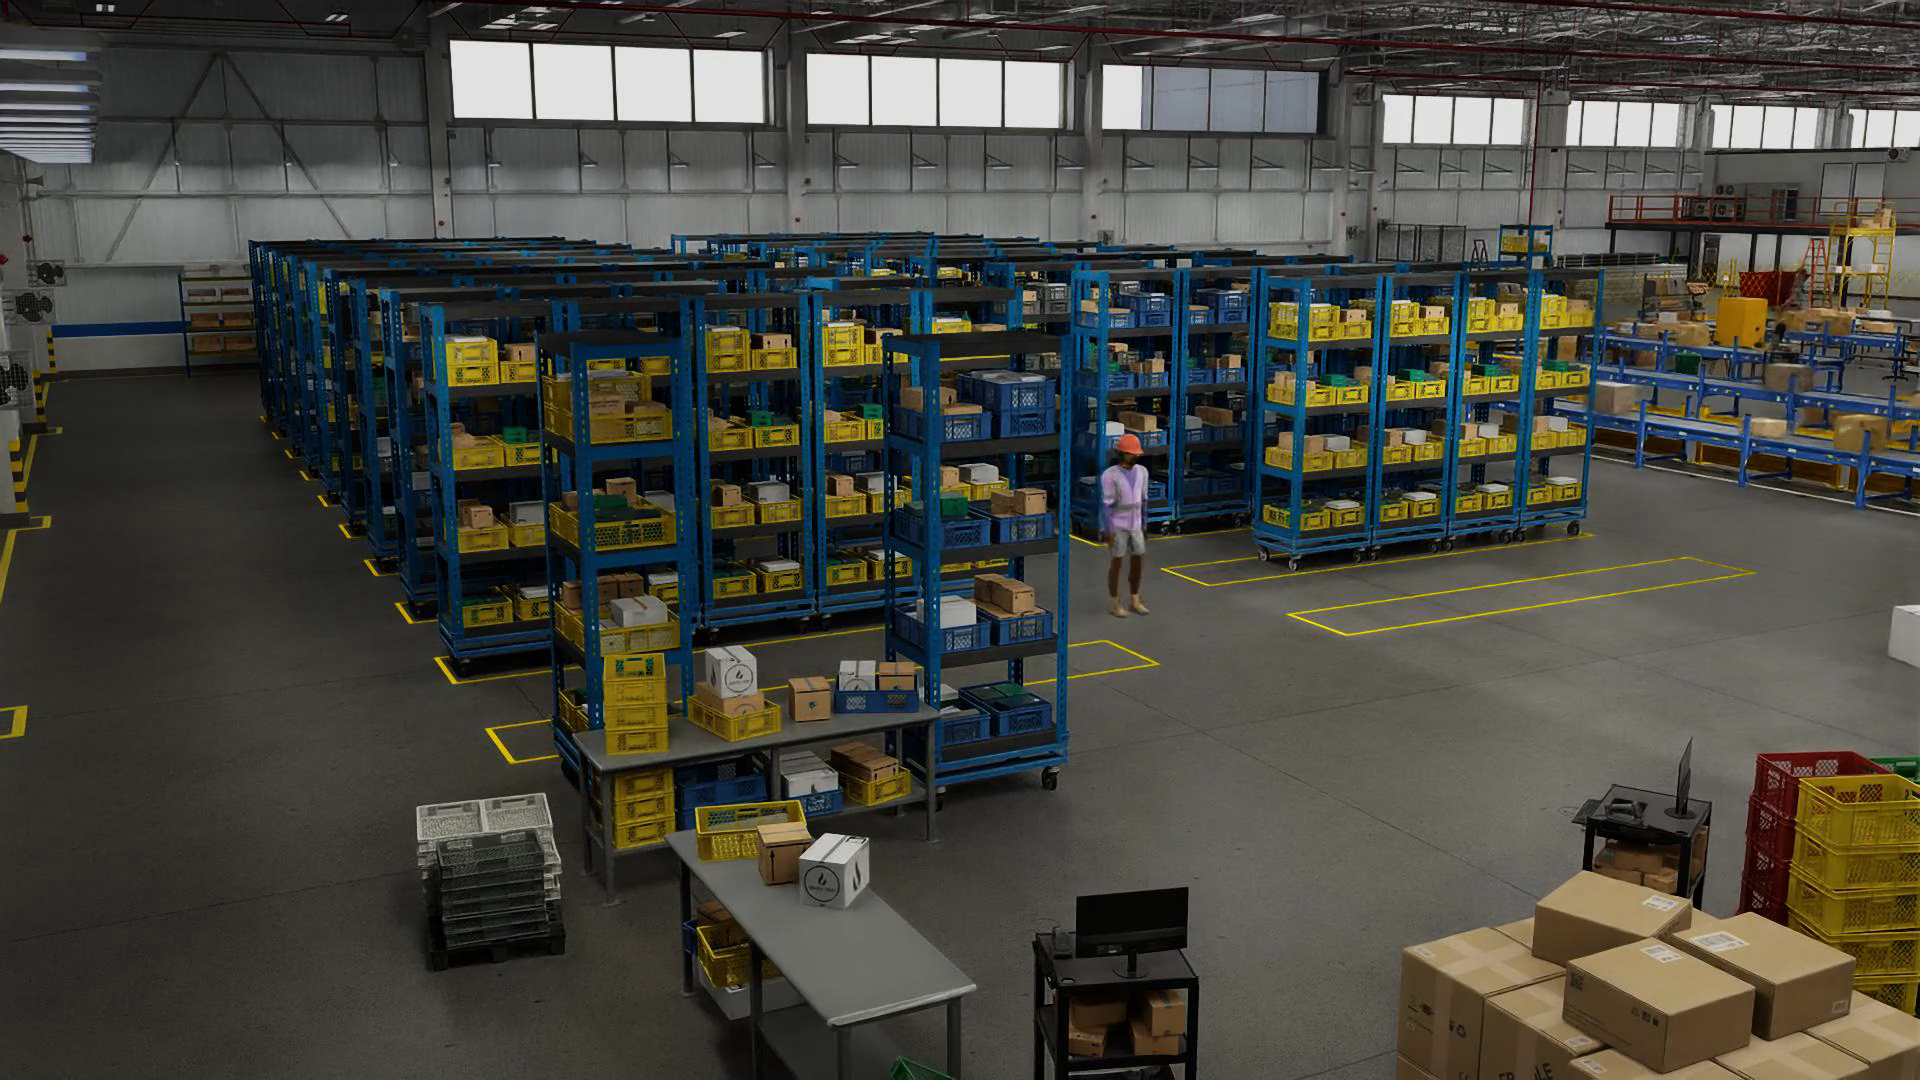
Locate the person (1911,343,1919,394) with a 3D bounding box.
[{"bbox_3d":[21.777,-4.069,37.478,0.272,1.632,0.507,-4,13,-18],"label":"person"}]

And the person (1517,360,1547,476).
[{"bbox_3d":[9.358,-1.996,27.146,0.402,1.904,0.651,-1,12,-3],"label":"person"}]

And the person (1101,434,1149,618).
[{"bbox_3d":[1.822,-0.159,18.248,0.630,2.038,0.394,-6,14,-28],"label":"person"}]

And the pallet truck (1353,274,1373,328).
[{"bbox_3d":[13.011,-8.050,55.243,0.823,1.965,1.885,-7,14,-28],"label":"pallet truck"}]

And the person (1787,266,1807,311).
[{"bbox_3d":[31.503,-9.461,62.502,0.499,1.712,0.690,-11,16,-42],"label":"person"}]
